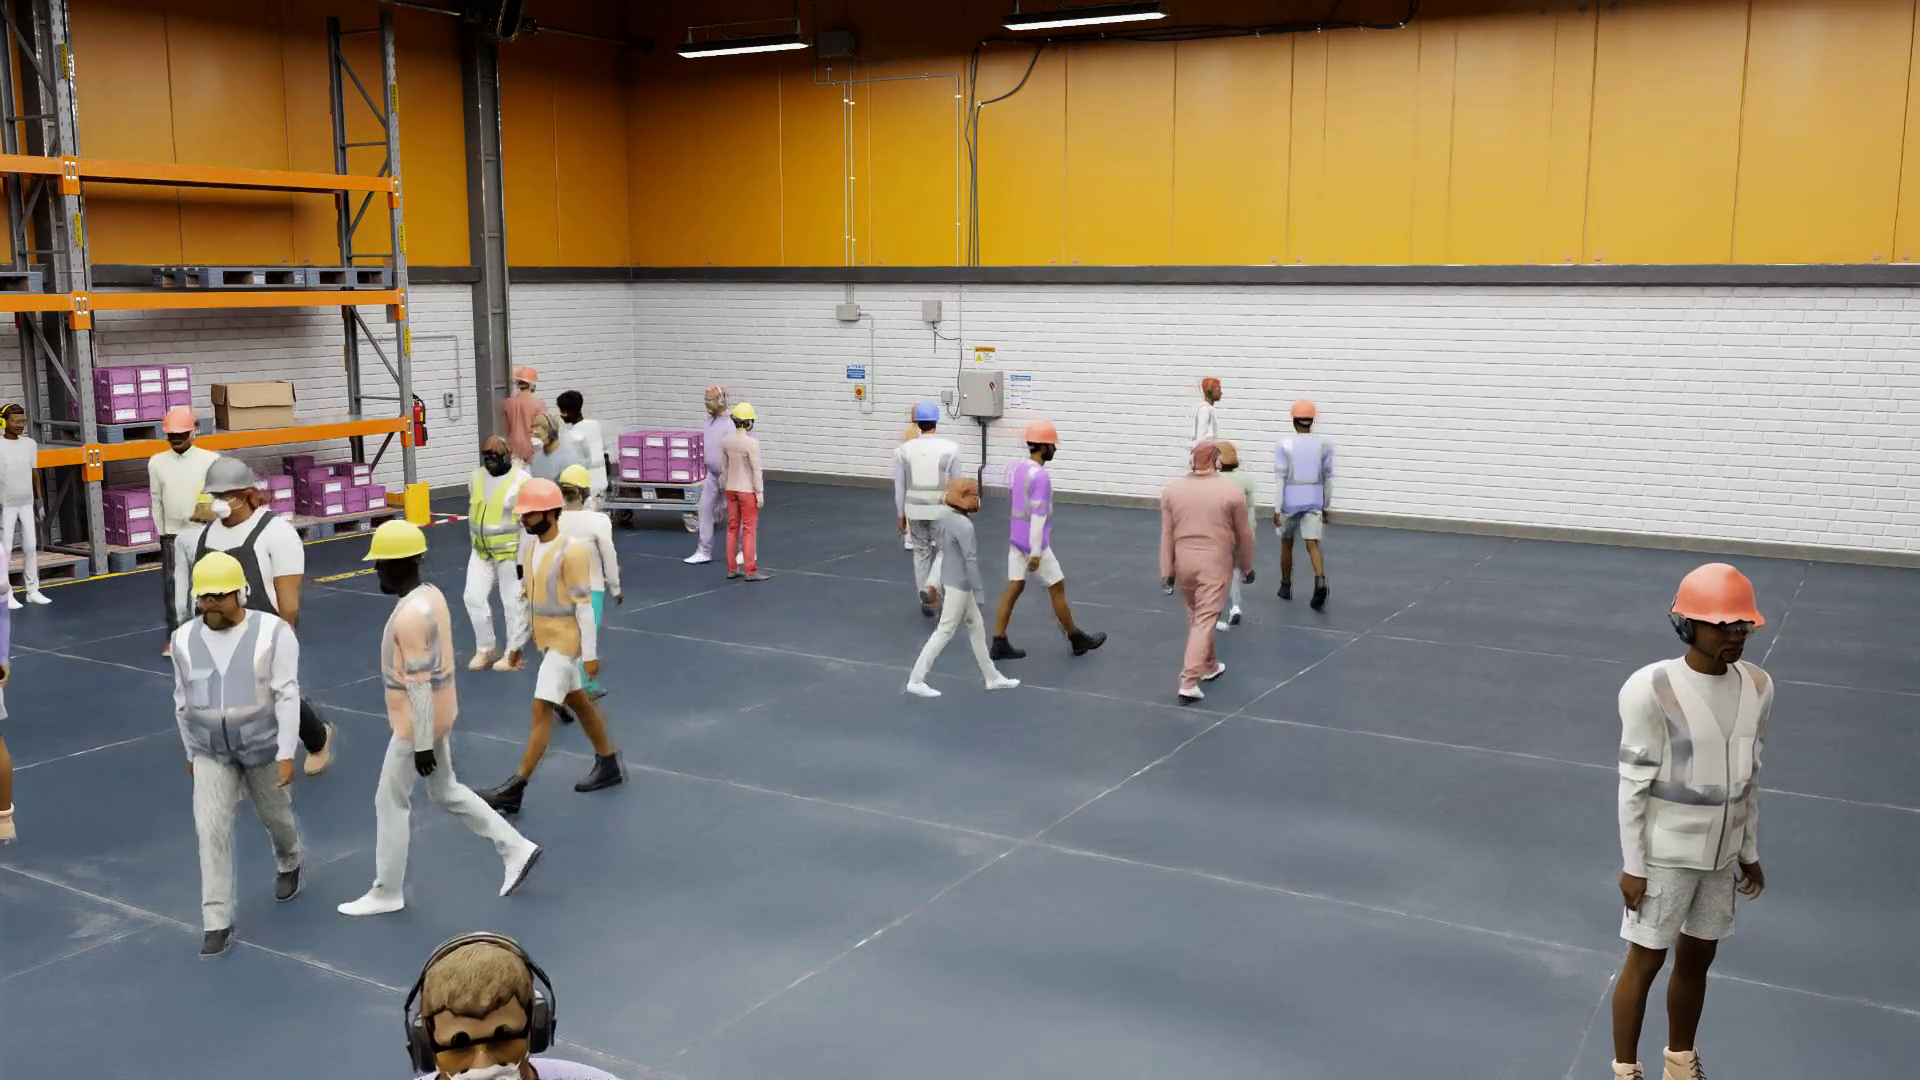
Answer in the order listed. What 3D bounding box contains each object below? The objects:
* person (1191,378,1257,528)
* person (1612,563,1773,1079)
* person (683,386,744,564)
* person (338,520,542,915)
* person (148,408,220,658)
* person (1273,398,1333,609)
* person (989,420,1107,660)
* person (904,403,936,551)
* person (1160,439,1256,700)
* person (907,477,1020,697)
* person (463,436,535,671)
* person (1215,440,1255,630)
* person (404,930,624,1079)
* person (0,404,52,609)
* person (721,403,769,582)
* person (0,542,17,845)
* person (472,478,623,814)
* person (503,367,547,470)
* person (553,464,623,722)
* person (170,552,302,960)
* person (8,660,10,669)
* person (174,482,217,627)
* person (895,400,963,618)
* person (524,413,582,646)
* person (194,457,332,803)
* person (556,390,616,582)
[{"bbox_3d":[2.926,-0.931,19.048,0.974,1.835,0.608,1,9,8],"label":"person"},{"bbox_3d":[2.582,1.085,5.837,0.609,2.044,0.393,-3,10,-18],"label":"person"},{"bbox_3d":[-2.518,-0.650,17.208,0.831,1.875,0.672,-9,13,-43],"label":"person"},{"bbox_3d":[-2.491,0.834,7.887,0.883,1.899,0.596,-1,9,-8],"label":"person"},{"bbox_3d":[-6.133,-0.055,13.209,0.628,1.963,0.847,-1,9,-7],"label":"person"},{"bbox_3d":[3.147,-0.338,15.182,0.552,1.912,0.879,-1,9,-4],"label":"person"},{"bbox_3d":[0.664,0.004,13.069,0.969,1.883,0.552,-3,10,-21],"label":"person"},{"bbox_3d":[-0.382,-0.689,18.221,0.633,1.607,0.541,-6,11,-34],"label":"person"},{"bbox_3d":[1.776,0.198,12.017,0.631,1.849,1.032,6,11,33],"label":"person"},{"bbox_3d":[0.001,0.336,11.944,0.864,1.587,0.521,-2,9,-11],"label":"person"},{"bbox_3d":[-3.493,0.116,12.585,0.640,1.818,0.539,4,10,22],"label":"person"},{"bbox_3d":[2.232,-0.040,14.146,0.524,1.617,0.343,-3,9,-16],"label":"person"},{"bbox_3d":[-0.808,1.604,2.929,0.629,1.940,0.376,-4,10,-23],"label":"person"},{"bbox_3d":[-8.580,-0.308,15.121,0.322,1.860,0.516,5,10,30],"label":"person"},{"bbox_3d":[-2.129,-0.471,16.420,0.531,1.768,0.311,8,12,39],"label":"person"},{"bbox_3d":[-5.252,0.635,8.646,0.387,2.045,0.605,6,11,33],"label":"person"},{"bbox_3d":[-2.361,0.582,9.481,1.006,1.878,0.572,-8,12,-40],"label":"person"},{"bbox_3d":[-5.080,-1.063,19.579,0.637,1.940,1.014,3,10,17],"label":"person"},{"bbox_3d":[-2.651,0.345,11.435,0.518,1.731,0.888,3,10,18],"label":"person"},{"bbox_3d":[-3.315,0.919,7.693,0.583,1.794,0.900,-1,9,-8],"label":"person"},{"bbox_3d":[-6.317,0.538,10.548,0.605,1.613,0.423,7,12,39],"label":"person"},{"bbox_3d":[-4.802,0.447,10.874,0.508,1.692,0.885,0,9,1],"label":"person"},{"bbox_3d":[-0.278,-0.251,14.535,0.621,1.927,0.634,2,9,13],"label":"person"},{"bbox_3d":[-3.331,-0.067,13.447,0.627,1.905,0.782,8,12,40],"label":"person"},{"bbox_3d":[-4.043,0.489,9.566,0.679,2.000,0.836,2,9,13],"label":"person"},{"bbox_3d":[-3.640,-0.520,16.248,0.402,1.912,0.704,3,9,15],"label":"person"}]
